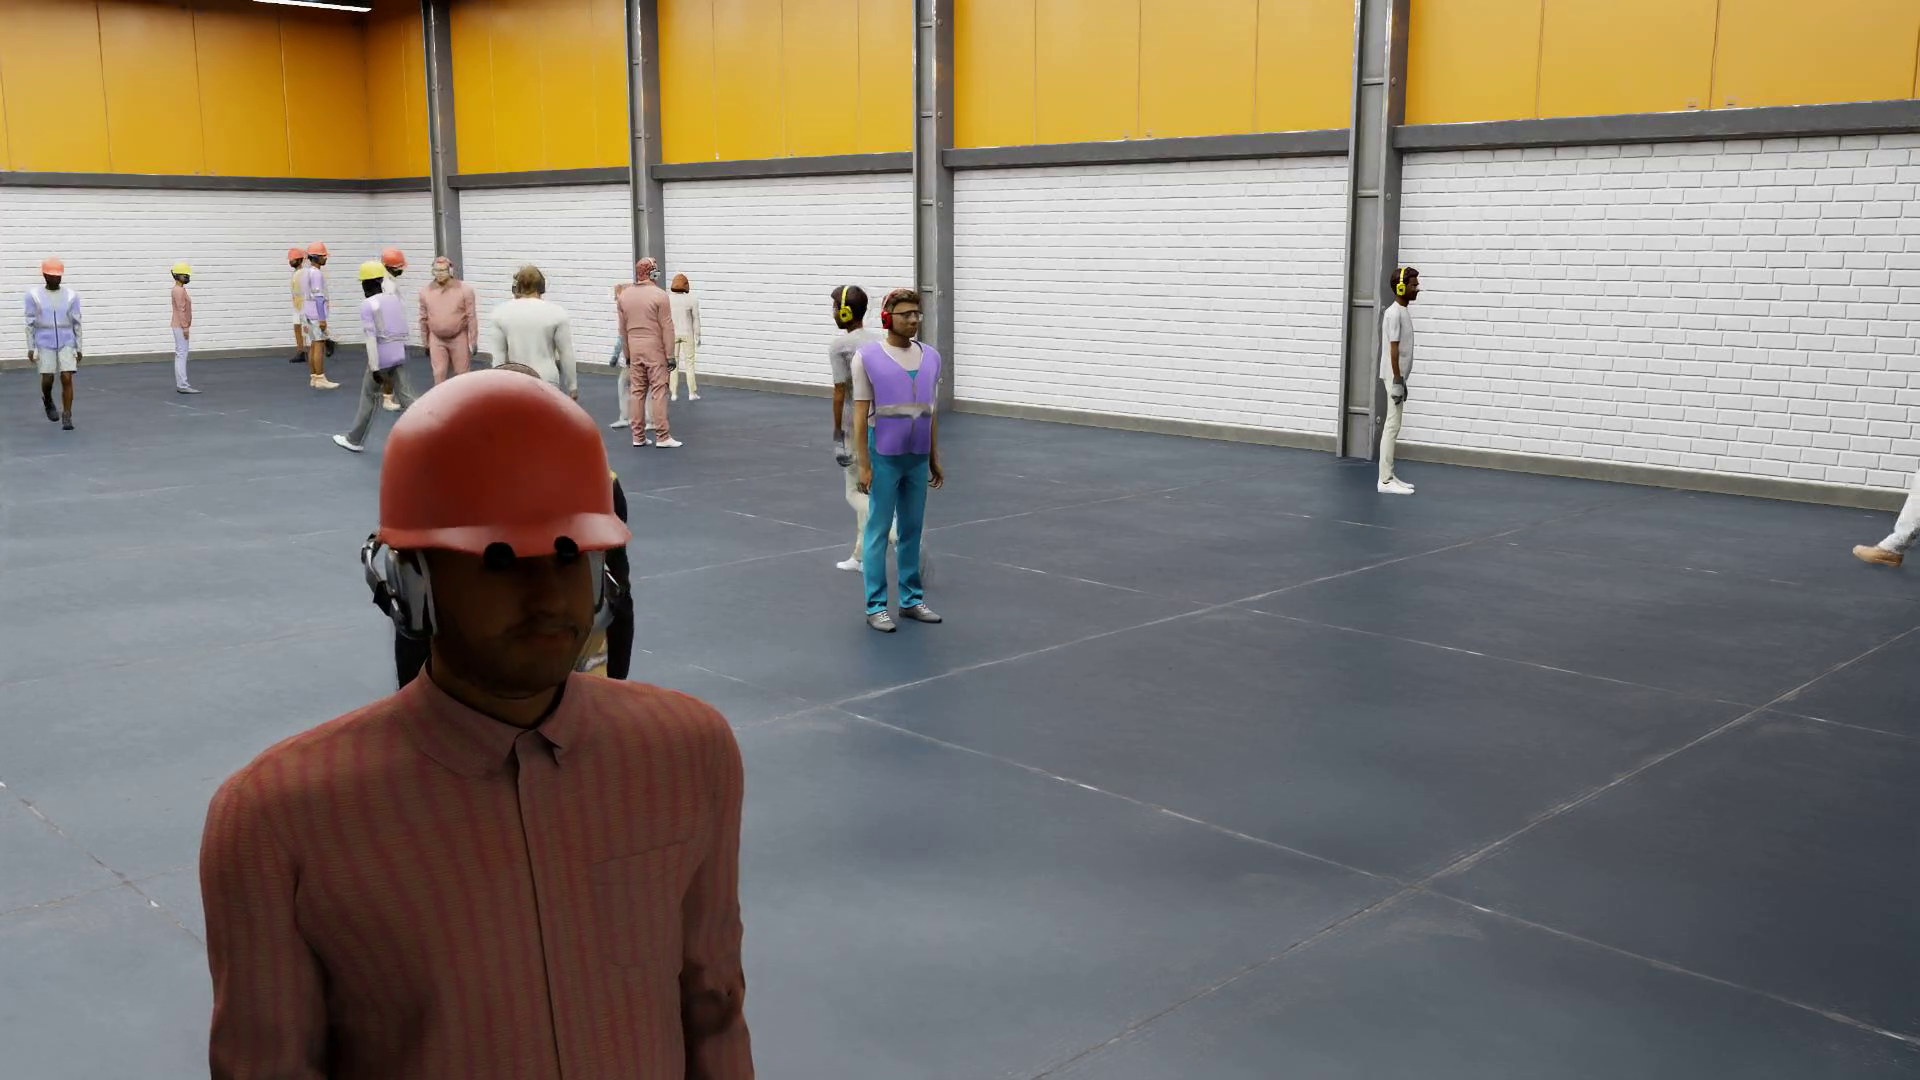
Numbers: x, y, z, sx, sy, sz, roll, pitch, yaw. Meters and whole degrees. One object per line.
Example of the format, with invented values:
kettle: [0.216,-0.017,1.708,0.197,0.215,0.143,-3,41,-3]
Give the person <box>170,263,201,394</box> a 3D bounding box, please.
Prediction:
person: [-10.502,-2.861,22.509,0.329,1.764,0.524,-5,12,-27]

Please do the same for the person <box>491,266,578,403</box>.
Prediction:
person: [-3.434,-1.278,13.542,0.649,1.883,1.006,1,10,7]

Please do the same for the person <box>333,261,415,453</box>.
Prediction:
person: [-5.663,-1.764,16.226,0.999,1.873,0.610,4,11,22]

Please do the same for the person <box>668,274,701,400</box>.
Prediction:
person: [-3.606,-2.619,21.536,0.507,1.631,0.266,0,10,2]

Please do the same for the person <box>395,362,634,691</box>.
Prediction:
person: [-1.231,0.397,4.655,0.642,1.806,0.953,-3,11,-17]

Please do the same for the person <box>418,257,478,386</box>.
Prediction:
person: [-5.851,-2.300,19.082,0.670,1.895,0.608,-1,10,-6]

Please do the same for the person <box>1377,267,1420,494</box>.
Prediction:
person: [3.654,-1.321,13.815,0.328,1.872,0.508,3,11,16]

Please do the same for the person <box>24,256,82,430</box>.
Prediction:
person: [-9.967,-2.165,18.312,0.554,1.911,0.644,-8,13,-35]

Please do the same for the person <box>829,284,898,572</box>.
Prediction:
person: [-0.542,-0.654,10.287,0.726,1.843,0.512,10,14,42]

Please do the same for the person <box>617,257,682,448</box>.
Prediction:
person: [-3.111,-1.876,16.736,0.639,1.910,0.407,5,12,27]

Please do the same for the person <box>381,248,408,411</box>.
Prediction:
person: [-6.932,-2.571,20.347,0.392,1.993,0.764,-4,11,-22]

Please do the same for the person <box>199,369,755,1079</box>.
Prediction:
person: [-0.481,0.812,1.837,0.612,1.997,0.376,-8,13,-39]

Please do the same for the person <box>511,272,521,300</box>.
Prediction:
person: [-3.718,-1.413,14.408,0.544,1.828,0.510,2,11,9]

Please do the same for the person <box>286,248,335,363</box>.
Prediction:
person: [-10.974,-3.946,27.978,0.540,1.922,0.700,8,13,37]

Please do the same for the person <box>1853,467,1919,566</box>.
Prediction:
person: [6.340,-0.686,10.572,0.955,1.798,0.635,7,12,32]

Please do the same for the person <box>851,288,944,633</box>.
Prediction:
person: [-0.339,-0.441,9.068,0.566,1.849,0.390,-9,14,-40]

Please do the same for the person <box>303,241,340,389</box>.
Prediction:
person: [-8.921,-3.124,23.172,0.397,2.043,0.609,-6,12,-32]

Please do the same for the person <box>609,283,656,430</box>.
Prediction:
person: [-3.625,-1.986,18.131,0.668,1.610,0.517,-1,10,-6]
